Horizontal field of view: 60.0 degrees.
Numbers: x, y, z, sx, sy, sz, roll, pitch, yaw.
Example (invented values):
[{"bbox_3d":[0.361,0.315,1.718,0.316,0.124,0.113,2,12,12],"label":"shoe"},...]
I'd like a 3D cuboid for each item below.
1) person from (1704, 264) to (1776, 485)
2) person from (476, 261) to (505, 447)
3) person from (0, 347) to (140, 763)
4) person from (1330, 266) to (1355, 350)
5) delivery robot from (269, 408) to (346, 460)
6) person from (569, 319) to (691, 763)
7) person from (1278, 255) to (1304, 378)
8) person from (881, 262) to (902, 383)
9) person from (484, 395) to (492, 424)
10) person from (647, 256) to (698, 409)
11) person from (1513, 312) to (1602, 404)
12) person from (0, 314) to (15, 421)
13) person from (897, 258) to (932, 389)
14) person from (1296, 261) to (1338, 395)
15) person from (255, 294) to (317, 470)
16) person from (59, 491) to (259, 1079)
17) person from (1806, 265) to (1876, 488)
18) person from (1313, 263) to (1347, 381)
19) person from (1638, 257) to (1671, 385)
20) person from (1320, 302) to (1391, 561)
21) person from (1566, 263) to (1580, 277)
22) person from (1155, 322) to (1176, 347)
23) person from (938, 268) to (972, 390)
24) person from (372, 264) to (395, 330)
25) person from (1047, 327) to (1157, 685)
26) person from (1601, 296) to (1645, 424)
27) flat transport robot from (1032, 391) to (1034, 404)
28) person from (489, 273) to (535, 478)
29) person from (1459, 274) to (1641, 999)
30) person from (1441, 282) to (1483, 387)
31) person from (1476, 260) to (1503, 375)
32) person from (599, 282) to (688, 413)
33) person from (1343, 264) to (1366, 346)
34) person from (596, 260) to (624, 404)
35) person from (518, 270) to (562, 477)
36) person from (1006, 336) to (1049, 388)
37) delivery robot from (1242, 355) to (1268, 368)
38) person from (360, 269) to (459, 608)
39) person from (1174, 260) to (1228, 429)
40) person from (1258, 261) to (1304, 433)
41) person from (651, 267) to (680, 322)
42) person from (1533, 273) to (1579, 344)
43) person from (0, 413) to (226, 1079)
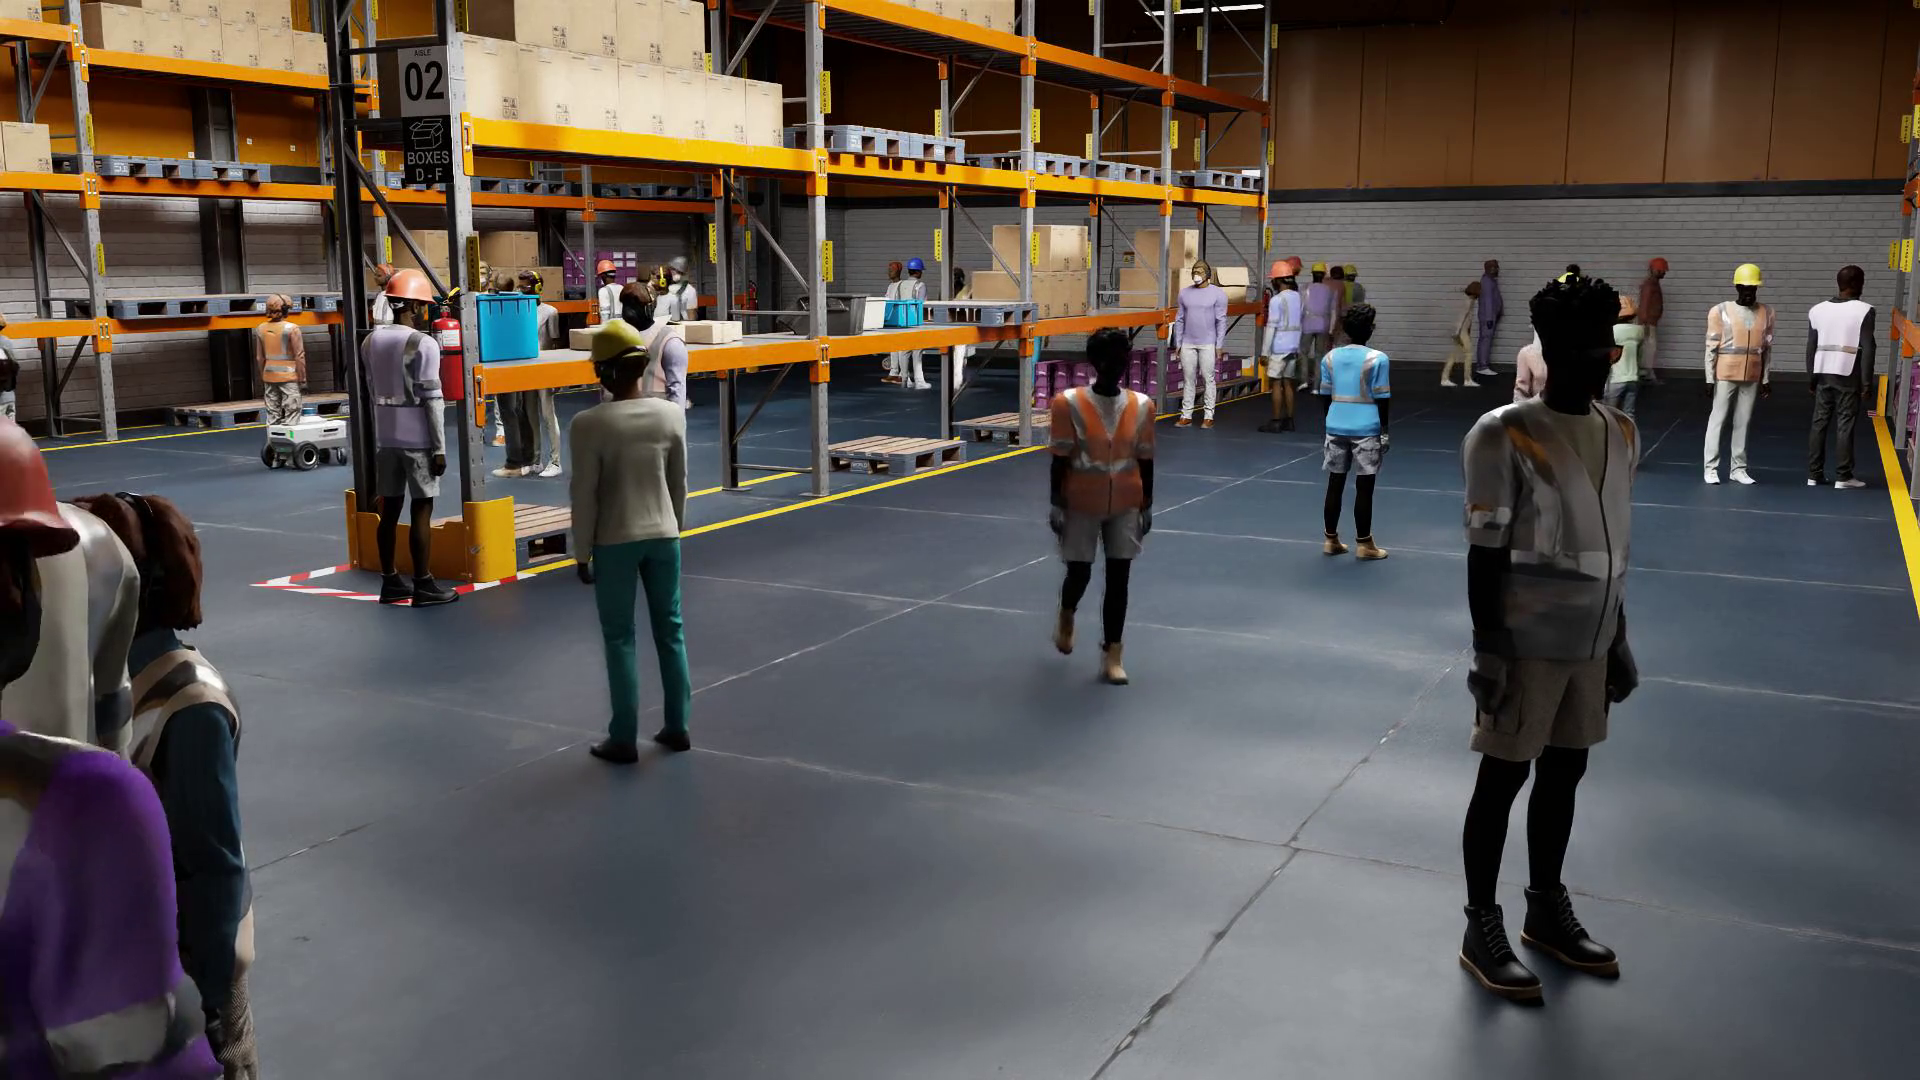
[{"bbox_3d":[6.813,-1.440,14.539,0.589,1.927,0.388,0,10,-2],"label":"person"},{"bbox_3d":[-4.978,-1.943,17.416,0.636,1.939,0.358,2,10,12],"label":"person"},{"bbox_3d":[-1.376,0.619,2.272,0.370,2.048,0.608,2,10,12],"label":"person"},{"bbox_3d":[6.101,-3.508,26.831,0.637,1.816,0.447,-6,12,-33],"label":"person"},{"bbox_3d":[-6.161,-1.006,15.722,0.477,0.478,0.707,5,11,26],"label":"delivery robot"},{"bbox_3d":[-1.318,0.009,6.646,0.525,1.765,0.336,-8,13,-40],"label":"person"},{"bbox_3d":[5.280,-3.569,26.711,0.411,1.995,0.625,-1,10,-7],"label":"person"},{"bbox_3d":[-0.996,-3.379,25.889,0.346,1.882,0.584,-6,12,-33],"label":"person"},{"bbox_3d":[-5.681,-2.280,19.788,0.620,1.792,0.873,1,10,8],"label":"person"},{"bbox_3d":[-3.766,-2.704,21.528,0.713,2.000,0.536,2,10,12],"label":"person"},{"bbox_3d":[4.006,-0.764,11.195,0.541,1.726,0.504,7,12,36],"label":"person"},{"bbox_3d":[-7.681,-1.069,13.239,0.272,1.632,0.507,-1,10,-3],"label":"person"},{"bbox_3d":[-0.681,-3.234,24.863,0.402,1.945,0.614,-10,14,-44],"label":"person"},{"bbox_3d":[5.068,-3.015,23.727,0.597,1.901,0.537,1,10,3],"label":"person"},{"bbox_3d":[-6.323,-1.470,15.542,0.512,1.642,0.312,3,10,19],"label":"person"},{"bbox_3d":[-1.360,0.726,2.819,0.514,1.645,0.307,8,13,40],"label":"person"},{"bbox_3d":[7.584,-1.401,14.354,0.391,1.914,0.587,-6,11,-30],"label":"person"},{"bbox_3d":[5.724,-3.429,26.277,0.659,1.851,0.975,-3,10,-14],"label":"person"},{"bbox_3d":[10.508,-3.358,25.570,0.705,1.956,0.630,7,12,35],"label":"person"},{"bbox_3d":[2.615,-0.712,10.986,0.318,1.700,0.536,-8,13,-40],"label":"person"},{"bbox_3d":[9.938,-3.560,27.093,0.566,1.878,0.507,-3,10,-18],"label":"person"},{"bbox_3d":[3.298,-3.404,25.895,0.628,1.935,0.373,-4,11,-24],"label":"person"},{"bbox_3d":[-0.076,-3.152,24.815,0.629,1.820,0.744,5,11,28],"label":"person"},{"bbox_3d":[-7.051,-2.450,20.510,0.355,1.885,0.575,-8,13,-40],"label":"person"},{"bbox_3d":[0.663,-0.177,7.904,0.547,1.683,0.494,-2,10,-11],"label":"person"},{"bbox_3d":[6.144,-1.448,15.468,0.538,1.627,0.294,-4,11,-24],"label":"person"},{"bbox_3d":[1.437,-1.957,22.320,0.652,0.197,1.431,5,11,28],"label":"flat transport robot"},{"bbox_3d":[-4.070,-1.482,15.024,0.327,1.842,0.517,3,10,17],"label":"person"},{"bbox_3d":[1.633,0.260,4.585,0.603,1.966,0.368,-6,11,-29],"label":"person"},{"bbox_3d":[7.642,-3.109,25.163,0.696,1.579,0.526,2,10,13],"label":"person"},{"bbox_3d":[8.814,-3.701,27.686,0.409,1.906,0.651,2,10,11],"label":"person"},{"bbox_3d":[-1.999,-0.681,10.391,0.627,1.846,0.429,5,11,27],"label":"person"},{"bbox_3d":[6.380,-3.608,27.364,0.599,1.832,0.404,-7,12,-34],"label":"person"},{"bbox_3d":[-4.640,-2.751,22.133,0.379,1.927,0.542,4,11,24],"label":"person"},{"bbox_3d":[-3.826,-1.499,15.050,0.530,1.869,0.311,6,11,30],"label":"person"},{"bbox_3d":[0.934,-2.784,22.705,0.575,1.794,0.975,2,10,9],"label":"person"},{"bbox_3d":[4.524,-2.621,25.074,0.707,0.478,0.477,7,12,36],"label":"delivery robot"},{"bbox_3d":[-3.142,-0.577,9.543,0.539,1.929,0.380,5,11,25],"label":"person"},{"bbox_3d":[2.762,-2.247,19.182,0.630,1.940,0.373,6,11,29],"label":"person"},{"bbox_3d":[3.608,-2.158,18.704,0.394,1.928,0.570,10,14,44],"label":"person"},{"bbox_3d":[-3.355,-2.173,18.973,0.334,1.864,0.521,-7,12,-34],"label":"person"},{"bbox_3d":[5.722,-1.599,15.723,0.590,1.837,0.404,6,11,29],"label":"person"},{"bbox_3d":[-1.022,0.802,1.684,0.586,1.907,0.873,4,11,22],"label":"person"}]
